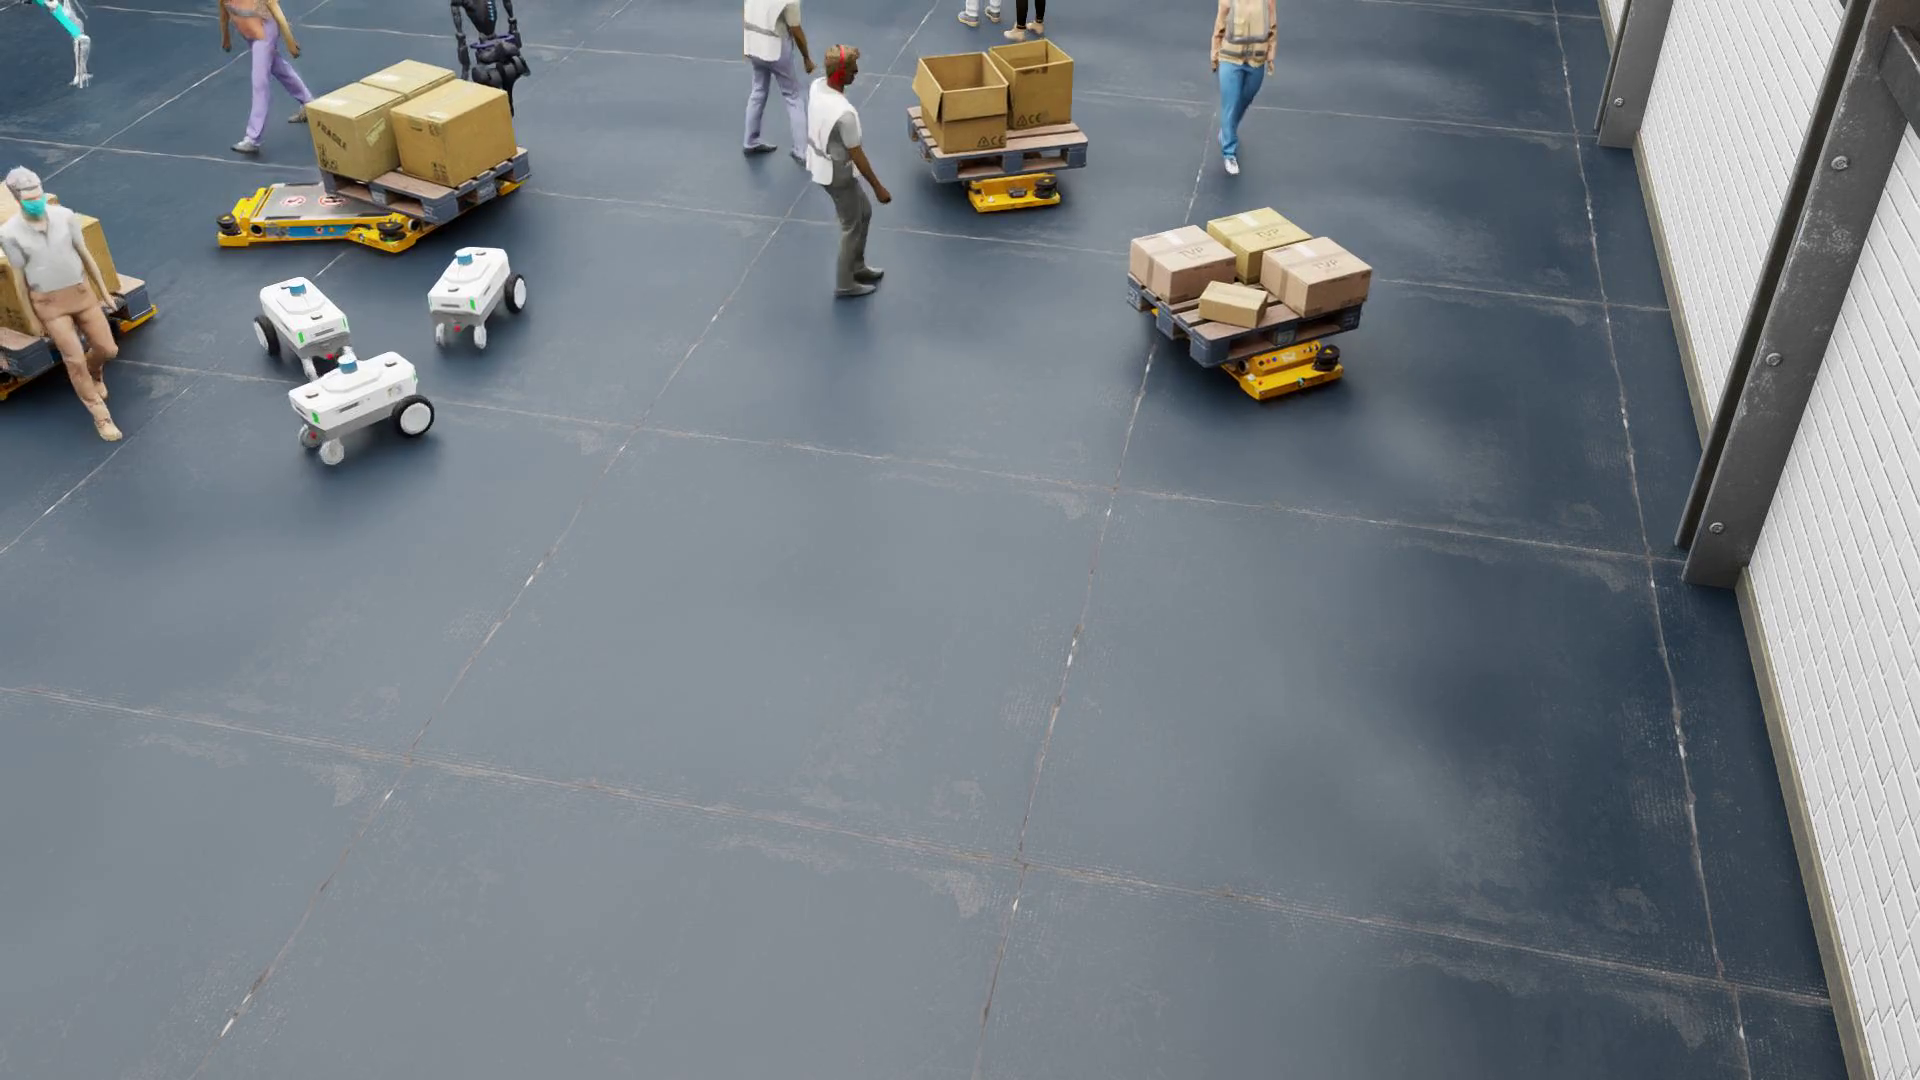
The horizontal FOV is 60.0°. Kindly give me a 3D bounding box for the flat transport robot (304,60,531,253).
[{"bbox_3d":[-4.055,-2.618,12.722,0.659,0.231,1.431,19,41,23],"label":"flat transport robot"}]

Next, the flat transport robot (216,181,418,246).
[{"bbox_3d":[-4.766,-2.456,12.505,1.431,0.231,0.659,-3,37,-3],"label":"flat transport robot"}]

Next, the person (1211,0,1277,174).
[{"bbox_3d":[2.222,-3.847,13.178,0.493,1.696,0.754,-4,37,-5],"label":"person"}]

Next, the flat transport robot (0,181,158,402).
[{"bbox_3d":[-6.122,-1.326,10.994,0.659,0.231,1.431,16,40,21],"label":"flat transport robot"}]

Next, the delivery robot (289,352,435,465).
[{"bbox_3d":[-3.653,-0.854,10.111,0.768,0.581,0.499,-30,46,-34],"label":"delivery robot"}]

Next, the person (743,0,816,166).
[{"bbox_3d":[-1.465,-3.796,13.026,0.617,1.800,0.433,22,42,26],"label":"person"}]

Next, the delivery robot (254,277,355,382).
[{"bbox_3d":[-4.282,-1.423,10.888,0.499,0.600,0.802,-26,44,-30],"label":"delivery robot"}]

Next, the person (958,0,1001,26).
[{"bbox_3d":[0.198,-5.803,15.635,0.586,1.882,0.343,-17,40,-21],"label":"person"}]

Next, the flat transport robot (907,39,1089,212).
[{"bbox_3d":[0.270,-3.009,13.245,0.659,0.231,1.431,-9,38,-12],"label":"flat transport robot"}]

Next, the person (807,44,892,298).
[{"bbox_3d":[-0.721,-2.466,11.226,0.600,1.820,0.615,-12,38,-16],"label":"person"}]

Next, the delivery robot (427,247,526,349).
[{"bbox_3d":[-3.297,-1.674,11.212,0.499,0.586,0.765,4,37,5],"label":"delivery robot"}]

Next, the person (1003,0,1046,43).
[{"bbox_3d":[0.621,-5.468,15.340,0.537,1.700,0.317,-28,45,-32],"label":"person"}]

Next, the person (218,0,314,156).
[{"bbox_3d":[-5.704,-4.040,13.385,0.654,1.750,1.041,23,42,27],"label":"person"}]

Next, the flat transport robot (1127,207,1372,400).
[{"bbox_3d":[1.865,-1.409,11.104,0.659,0.231,1.431,-16,40,-21],"label":"flat transport robot"}]

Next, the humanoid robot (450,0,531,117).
[{"bbox_3d":[-3.696,-3.791,13.141,0.714,1.625,0.613,28,45,32],"label":"humanoid robot"}]

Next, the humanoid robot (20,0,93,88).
[{"bbox_3d":[-7.877,-4.791,14.461,0.533,1.854,0.651,25,44,30],"label":"humanoid robot"}]

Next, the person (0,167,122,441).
[{"bbox_3d":[-5.347,-1.436,9.922,0.541,1.726,0.495,30,46,34],"label":"person"}]
